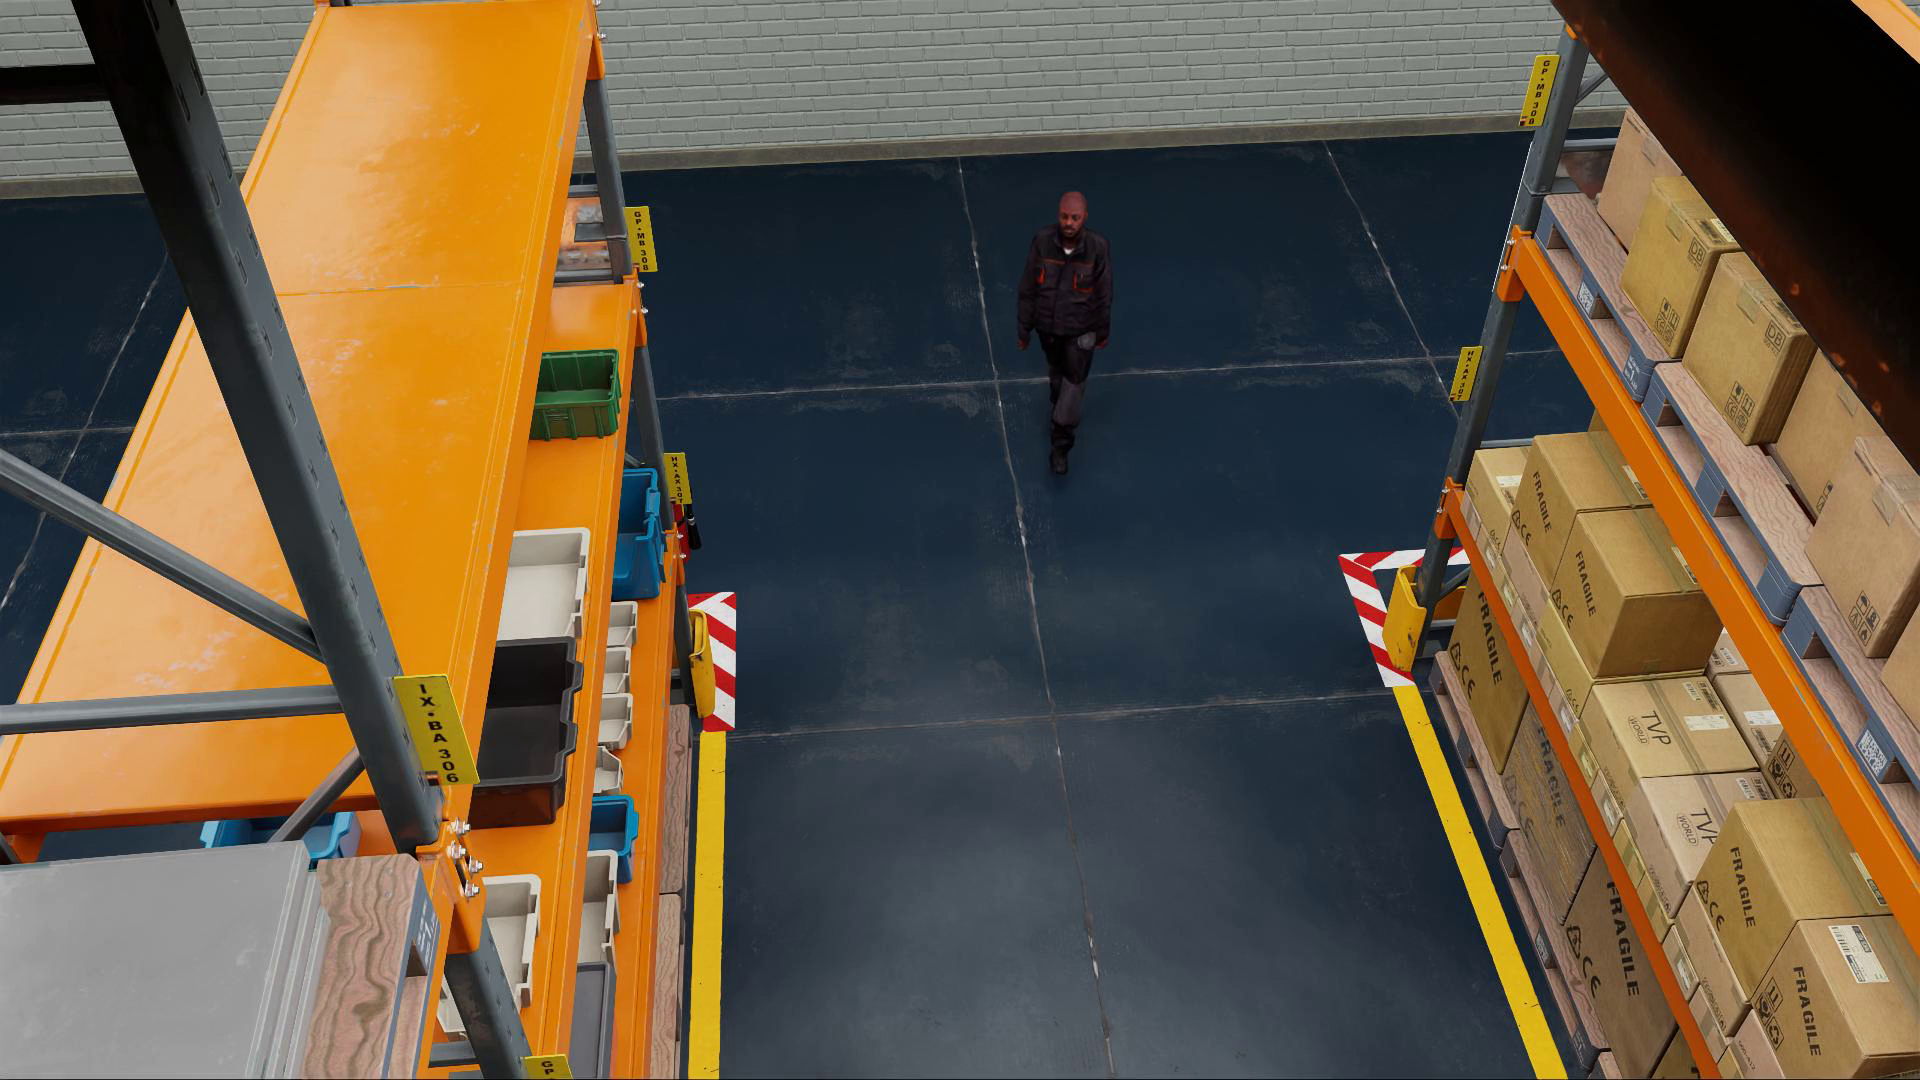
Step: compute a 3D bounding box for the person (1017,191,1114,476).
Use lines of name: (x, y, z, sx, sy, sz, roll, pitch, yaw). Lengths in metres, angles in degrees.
person: (0.675, -1.402, 10.289, 0.990, 1.795, 1.225, 12, 44, 12)
